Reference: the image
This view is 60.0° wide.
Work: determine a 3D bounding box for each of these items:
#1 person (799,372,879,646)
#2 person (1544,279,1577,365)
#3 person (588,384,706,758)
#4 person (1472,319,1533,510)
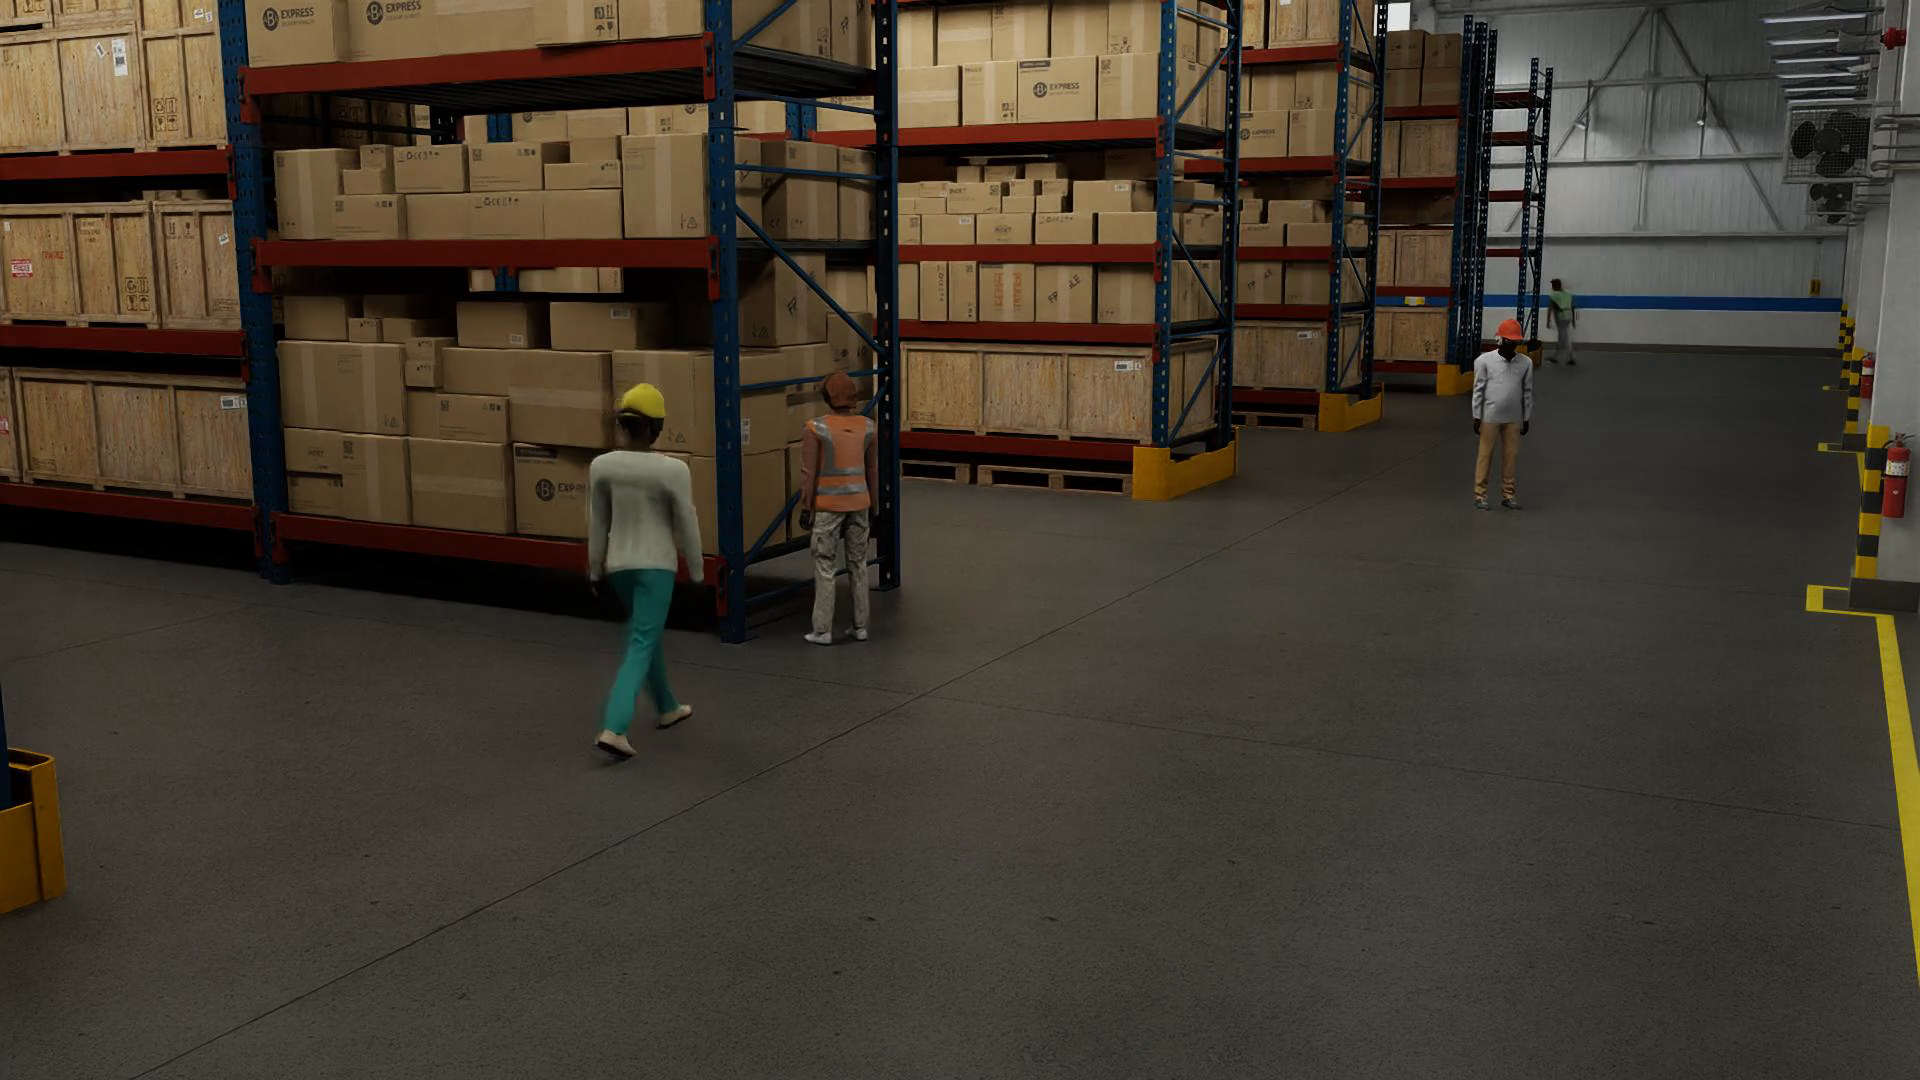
[{"bbox_3d":[-0.710,-0.183,9.925,0.524,1.631,0.317,-7,12,-33],"label":"person"},{"bbox_3d":[12.604,-4.574,34.937,0.569,1.770,1.036,-5,11,-27],"label":"person"},{"bbox_3d":[-1.507,0.128,7.835,0.543,1.726,0.895,4,11,22],"label":"person"},{"bbox_3d":[4.931,-1.133,15.101,0.563,1.743,0.350,-1,10,-4],"label":"person"}]
